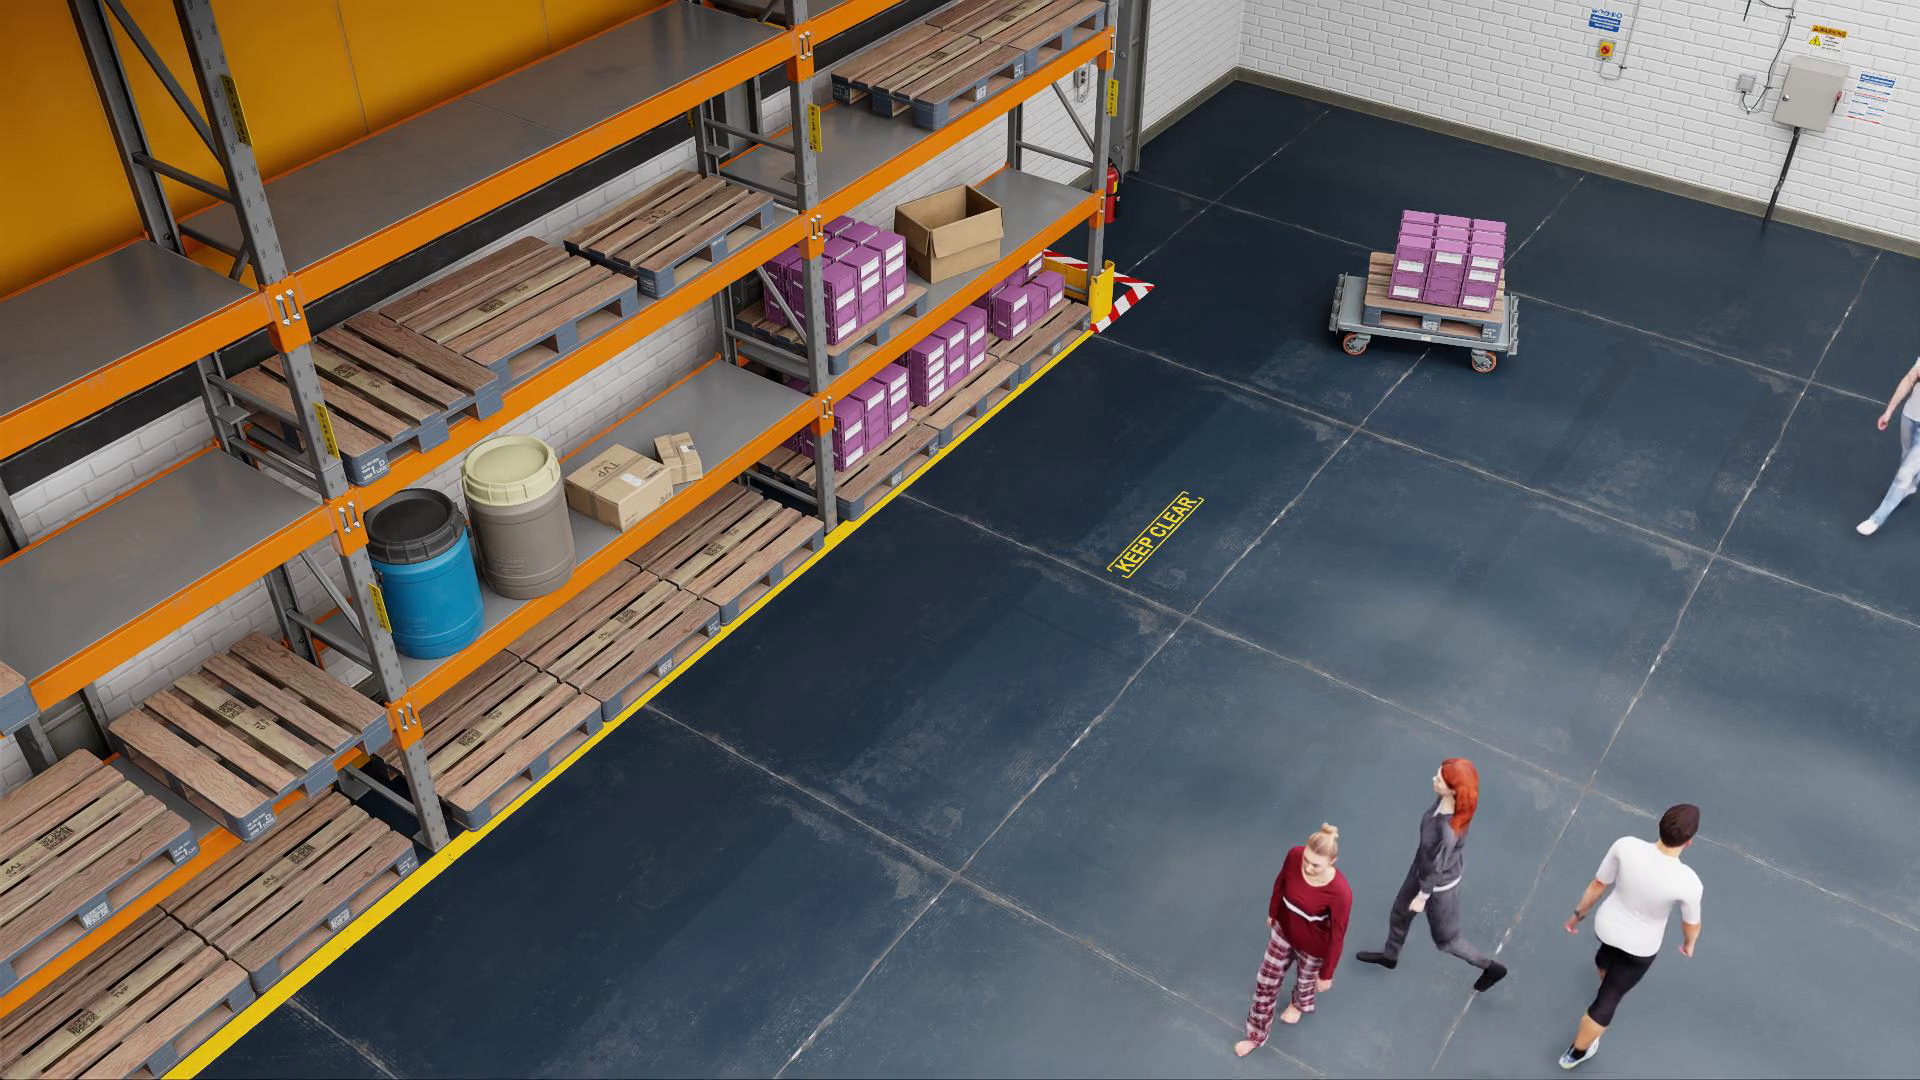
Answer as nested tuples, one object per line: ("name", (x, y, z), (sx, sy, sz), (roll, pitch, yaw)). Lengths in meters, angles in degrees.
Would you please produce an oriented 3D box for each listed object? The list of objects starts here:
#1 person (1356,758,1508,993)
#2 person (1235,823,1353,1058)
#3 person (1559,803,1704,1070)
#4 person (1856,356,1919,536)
("person", (2.735, 1.917, 9.286), (0.929, 1.750, 1.063), (7, 39, 9))
("person", (1.920, 2.117, 9.092), (0.739, 1.681, 0.898), (31, 48, 33))
("person", (3.532, 2.163, 8.927), (1.201, 1.814, 0.902), (-29, 47, -32))
("person", (7.475, -0.931, 12.811), (1.290, 1.801, 0.986), (-21, 43, -24))
